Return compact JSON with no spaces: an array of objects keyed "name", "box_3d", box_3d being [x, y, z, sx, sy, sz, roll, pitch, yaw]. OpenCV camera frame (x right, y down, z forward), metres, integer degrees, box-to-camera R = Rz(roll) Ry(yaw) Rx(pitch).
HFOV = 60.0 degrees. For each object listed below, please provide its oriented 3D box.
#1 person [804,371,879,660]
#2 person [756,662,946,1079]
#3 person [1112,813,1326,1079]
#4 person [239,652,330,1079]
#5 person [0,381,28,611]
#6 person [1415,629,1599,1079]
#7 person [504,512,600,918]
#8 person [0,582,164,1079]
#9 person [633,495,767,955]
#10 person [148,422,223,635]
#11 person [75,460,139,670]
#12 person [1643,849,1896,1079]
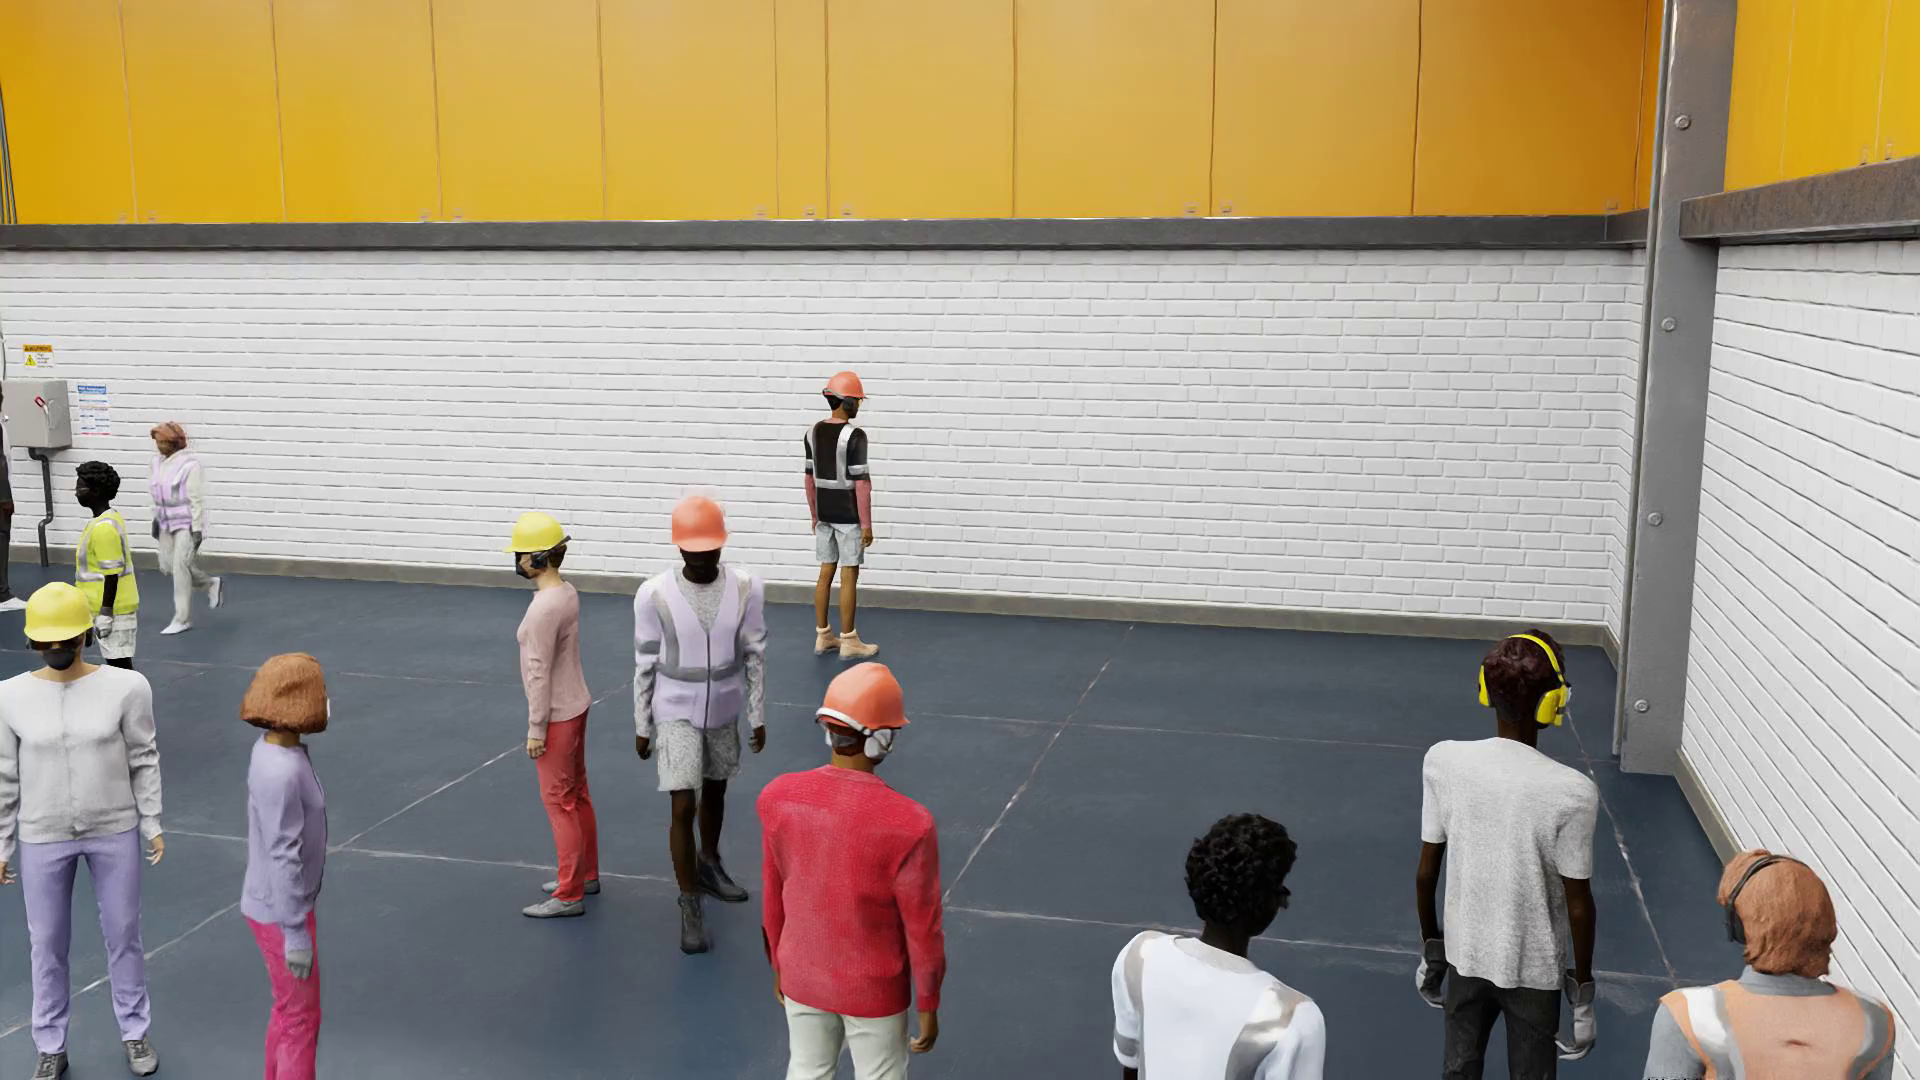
[{"name":"person","box_3d":[-0.825,-0.177,11.815,0.615,2.038,0.395,9,13,44]},{"name":"person","box_3d":[-0.288,1.195,4.624,0.575,1.740,0.352,5,11,26]},{"name":"person","box_3d":[0.545,1.403,3.550,0.321,1.685,0.542,-9,13,-44]},{"name":"person","box_3d":[-2.077,1.150,5.225,0.326,1.626,0.529,-4,10,-20]},{"name":"person","box_3d":[-7.798,-0.381,13.376,0.597,1.916,0.379,8,13,39]},{"name":"person","box_3d":[1.465,1.160,4.463,0.516,1.867,0.327,9,13,42]},{"name":"person","box_3d":[-1.771,0.751,7.192,0.338,1.757,0.518,0,10,-2]},{"name":"person","box_3d":[-2.999,1.006,5.662,0.533,1.765,0.326,-5,11,-27]},{"name":"person","box_3d":[-1.094,0.723,7.030,0.558,1.890,0.779,-4,11,-24]},{"name":"person","box_3d":[-5.877,-0.113,12.662,0.553,1.610,0.601,4,11,25]},{"name":"person","box_3d":[-4.855,0.391,9.486,0.318,1.697,0.533,-5,11,-27]},{"name":"person","box_3d":[1.647,1.449,3.456,0.527,1.627,0.313,-1,10,-3]}]
